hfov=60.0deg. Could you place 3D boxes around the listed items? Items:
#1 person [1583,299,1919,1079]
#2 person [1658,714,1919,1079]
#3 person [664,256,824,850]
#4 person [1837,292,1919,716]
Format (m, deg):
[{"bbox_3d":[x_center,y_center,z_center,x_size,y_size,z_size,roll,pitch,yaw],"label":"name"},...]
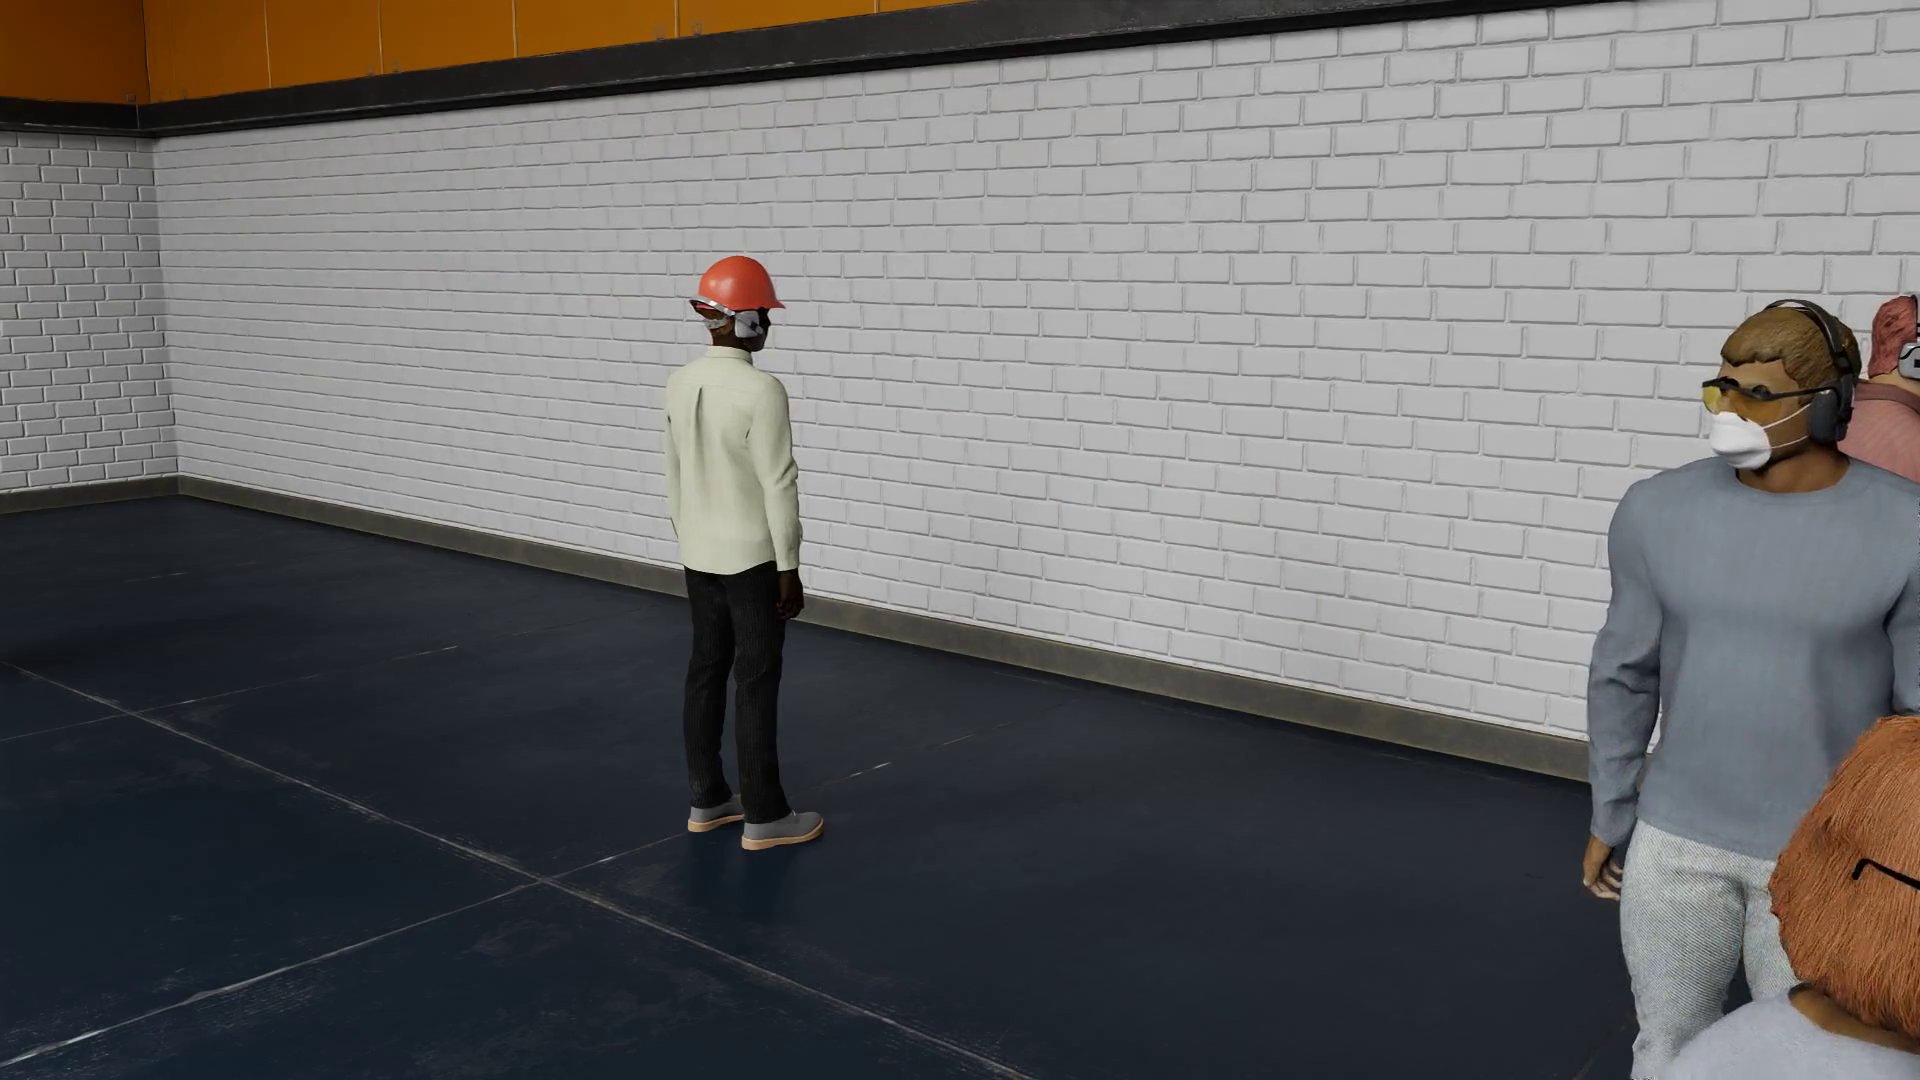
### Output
[{"bbox_3d":[1.417,0.548,2.956,0.632,1.936,0.359,9,14,43],"label":"person"},{"bbox_3d":[0.823,0.949,1.543,0.506,1.632,0.275,-3,10,-18],"label":"person"},{"bbox_3d":[-0.747,0.048,5.637,0.611,1.995,0.381,9,13,42],"label":"person"},{"bbox_3d":[2.506,0.290,4.513,0.403,1.906,0.652,2,10,10],"label":"person"}]
